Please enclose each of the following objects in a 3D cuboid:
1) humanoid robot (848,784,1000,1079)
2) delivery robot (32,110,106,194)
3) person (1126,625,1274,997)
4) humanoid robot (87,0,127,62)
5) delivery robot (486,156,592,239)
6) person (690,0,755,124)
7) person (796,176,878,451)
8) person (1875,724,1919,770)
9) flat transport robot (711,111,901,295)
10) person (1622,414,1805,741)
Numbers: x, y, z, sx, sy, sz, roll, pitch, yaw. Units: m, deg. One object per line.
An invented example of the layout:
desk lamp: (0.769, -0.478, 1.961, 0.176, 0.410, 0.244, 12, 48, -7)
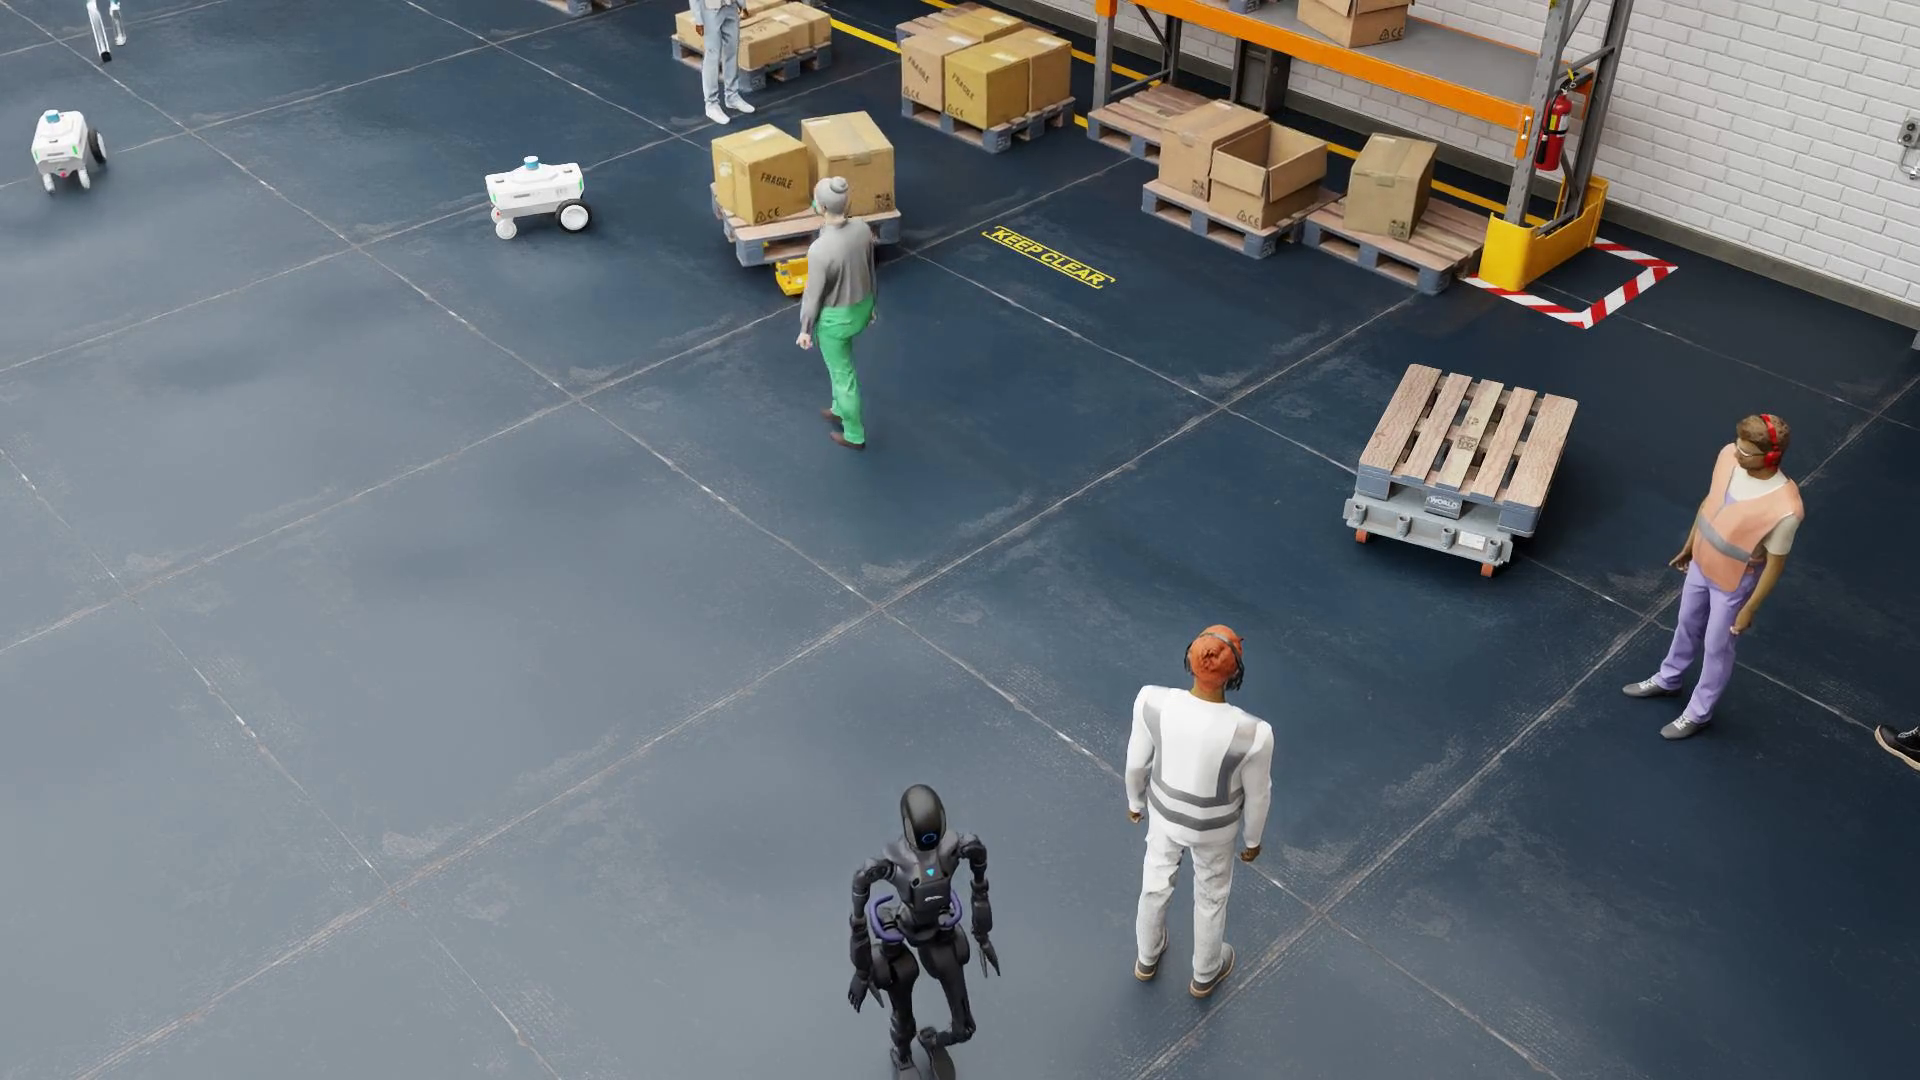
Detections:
humanoid robot: (-0.145, 1.544, 6.318, 0.601, 1.642, 0.355, -13, 39, -17)
delivery robot: (-7.299, -3.206, 13.525, 0.499, 0.576, 0.768, -11, 39, -15)
person: (0.946, 1.116, 6.717, 0.578, 1.882, 0.343, 16, 40, 20)
humanoid robot: (-8.097, -5.338, 15.428, 0.550, 1.831, 0.877, -10, 38, -14)
delivery robot: (-3.244, -2.657, 12.825, 0.813, 0.609, 0.499, -12, 39, -16)
person: (-2.062, -4.551, 14.202, 0.402, 1.910, 0.606, 26, 44, 30)
person: (-0.808, -1.396, 10.088, 0.631, 1.822, 0.546, 23, 43, 28)
person: (4.839, 0.272, 7.772, 0.600, 1.960, 0.369, -10, 38, -14)
flat transport robot: (-1.171, -2.285, 12.558, 0.659, 0.231, 1.431, -12, 39, -15)
person: (3.684, 0.175, 8.001, 0.392, 1.837, 0.563, -7, 38, -10)
